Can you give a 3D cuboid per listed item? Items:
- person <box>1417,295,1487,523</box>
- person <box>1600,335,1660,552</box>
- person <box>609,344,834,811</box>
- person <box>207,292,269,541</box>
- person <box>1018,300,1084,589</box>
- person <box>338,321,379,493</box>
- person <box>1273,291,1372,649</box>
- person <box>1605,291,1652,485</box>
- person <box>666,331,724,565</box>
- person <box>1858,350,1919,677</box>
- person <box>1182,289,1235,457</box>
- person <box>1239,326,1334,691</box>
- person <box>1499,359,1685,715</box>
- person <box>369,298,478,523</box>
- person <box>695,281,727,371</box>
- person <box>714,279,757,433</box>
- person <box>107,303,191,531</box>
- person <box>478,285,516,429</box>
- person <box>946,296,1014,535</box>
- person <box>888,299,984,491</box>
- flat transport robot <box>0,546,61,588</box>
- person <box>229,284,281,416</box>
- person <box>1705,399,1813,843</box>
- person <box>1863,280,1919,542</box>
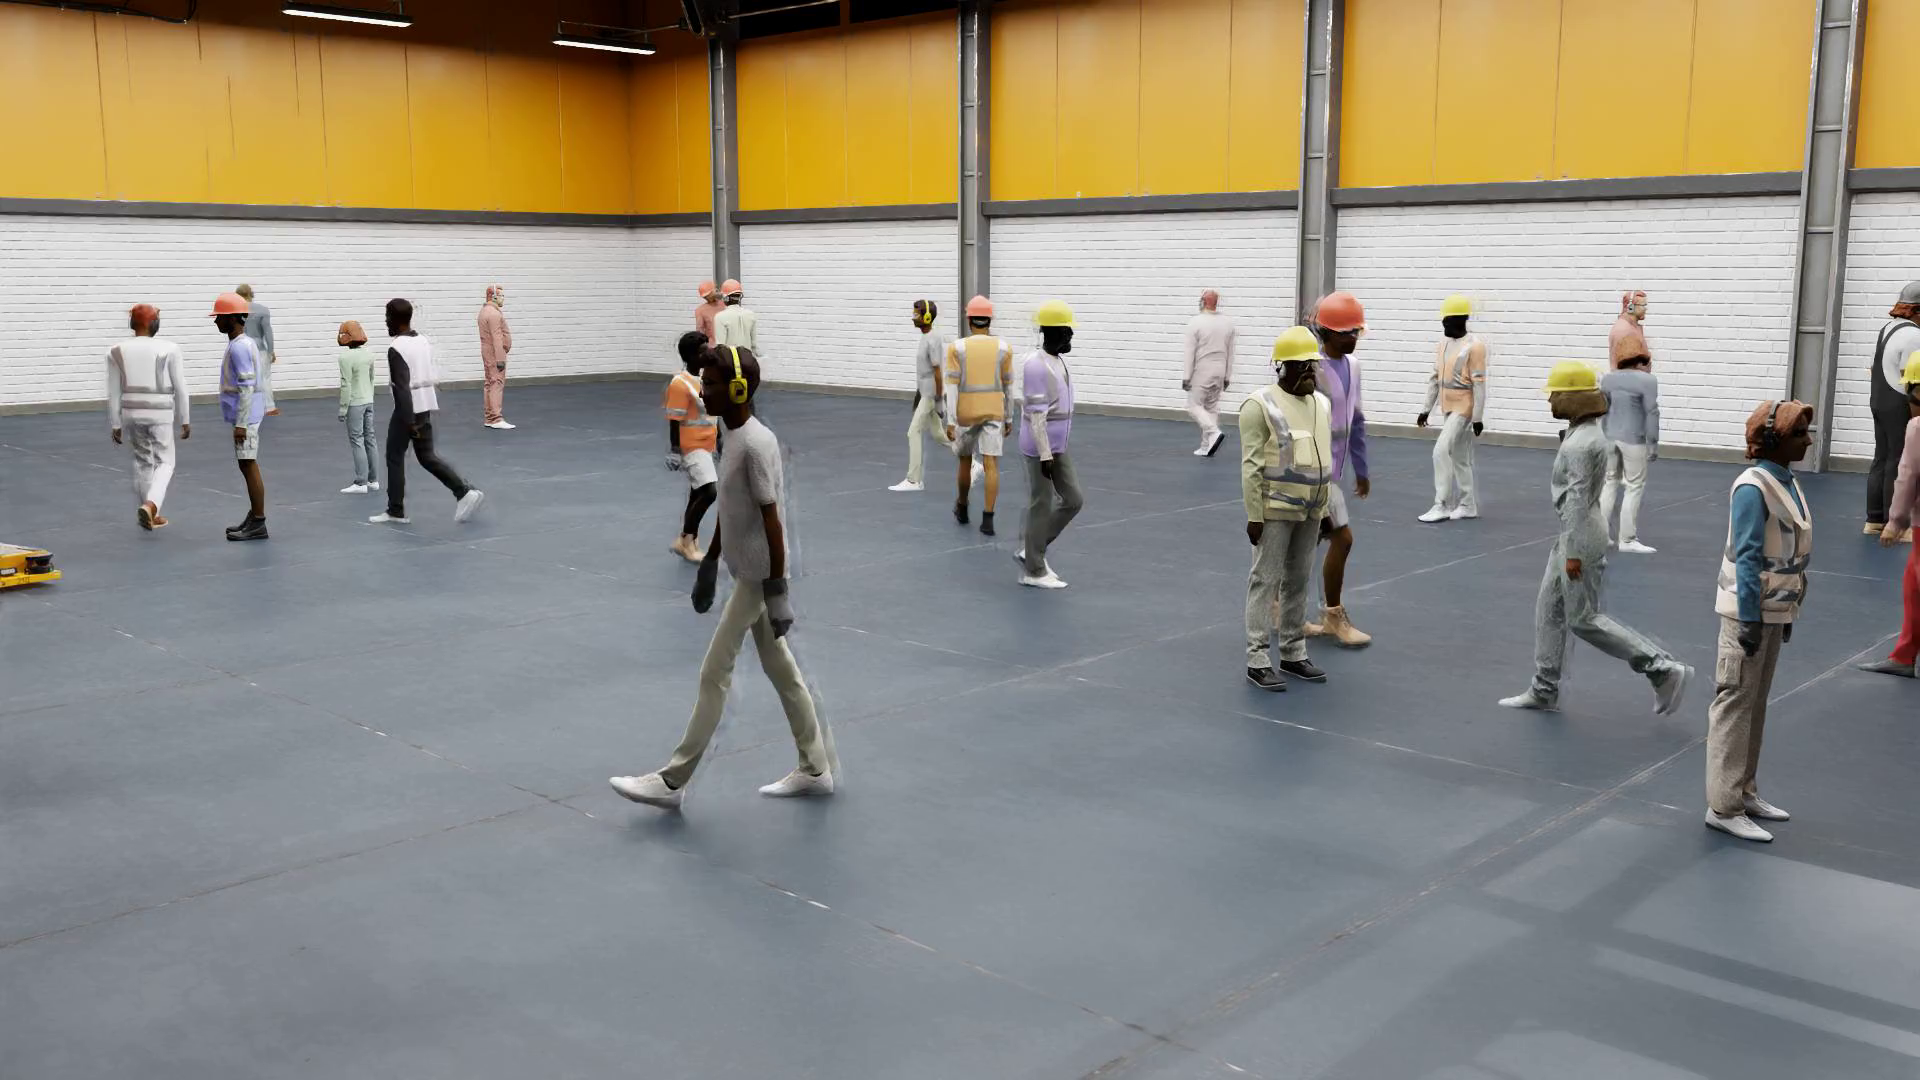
[{"bbox_3d":[4.079,-1.088,13.923,0.758,1.901,0.608,-1,9,-9],"label":"person"},{"bbox_3d":[4.990,-0.713,12.464,0.315,1.623,0.543,-4,10,-23],"label":"person"},{"bbox_3d":[-0.933,0.159,6.498,0.960,1.824,0.555,-2,10,-13],"label":"person"},{"bbox_3d":[-5.645,-0.962,13.028,0.356,1.937,0.552,-4,10,-22],"label":"person"},{"bbox_3d":[0.597,-0.621,10.988,0.412,1.915,0.586,4,10,24],"label":"person"},{"bbox_3d":[-5.727,-1.261,15.787,0.285,1.633,0.497,2,9,12],"label":"person"},{"bbox_3d":[2.076,-0.381,9.283,0.749,1.988,0.735,7,12,37],"label":"person"},{"bbox_3d":[6.614,-1.506,16.458,0.403,1.906,0.651,4,10,24],"label":"person"},{"bbox_3d":[-1.859,-0.647,11.858,0.370,1.684,0.538,2,9,12],"label":"person"},{"bbox_3d":[4.963,-0.087,8.319,0.524,1.729,0.758,-7,12,-38],"label":"person"},{"bbox_3d":[2.800,-1.852,18.609,0.656,1.894,0.584,-6,11,-30],"label":"person"},{"bbox_3d":[1.680,-0.163,8.443,0.588,1.835,0.403,-7,11,-35],"label":"person"},{"bbox_3d":[2.982,0.011,7.770,0.736,1.715,0.491,4,10,22],"label":"person"},{"bbox_3d":[-4.502,-1.067,13.839,0.841,1.892,0.589,2,9,11],"label":"person"},{"bbox_3d":[-3.607,-2.856,24.649,0.705,1.942,0.384,-6,11,-34],"label":"person"},{"bbox_3d":[-2.651,-2.057,19.559,0.380,1.996,0.608,9,13,42],"label":"person"},{"bbox_3d":[-6.511,-0.963,13.317,0.602,1.859,0.749,-1,9,-6],"label":"person"},{"bbox_3d":[-6.161,-2.429,22.122,0.404,1.904,0.652,-5,11,-29],"label":"person"},{"bbox_3d":[0.152,-1.027,13.555,0.567,1.890,0.958,-1,9,-5],"label":"person"},{"bbox_3d":[-0.212,-1.375,15.887,0.877,1.835,0.501,0,9,-2],"label":"person"},{"bbox_3d":[-6.811,0.159,11.252,1.431,0.197,0.652,6,11,31],"label":"flat transport robot"},{"bbox_3d":[-10.140,-2.693,23.801,0.680,1.903,0.600,0,9,3],"label":"person"},{"bbox_3d":[3.010,0.290,6.258,0.313,1.642,0.513,8,12,39],"label":"person"},{"bbox_3d":[7.439,-1.015,13.034,0.536,2.000,0.688,1,9,8],"label":"person"}]
